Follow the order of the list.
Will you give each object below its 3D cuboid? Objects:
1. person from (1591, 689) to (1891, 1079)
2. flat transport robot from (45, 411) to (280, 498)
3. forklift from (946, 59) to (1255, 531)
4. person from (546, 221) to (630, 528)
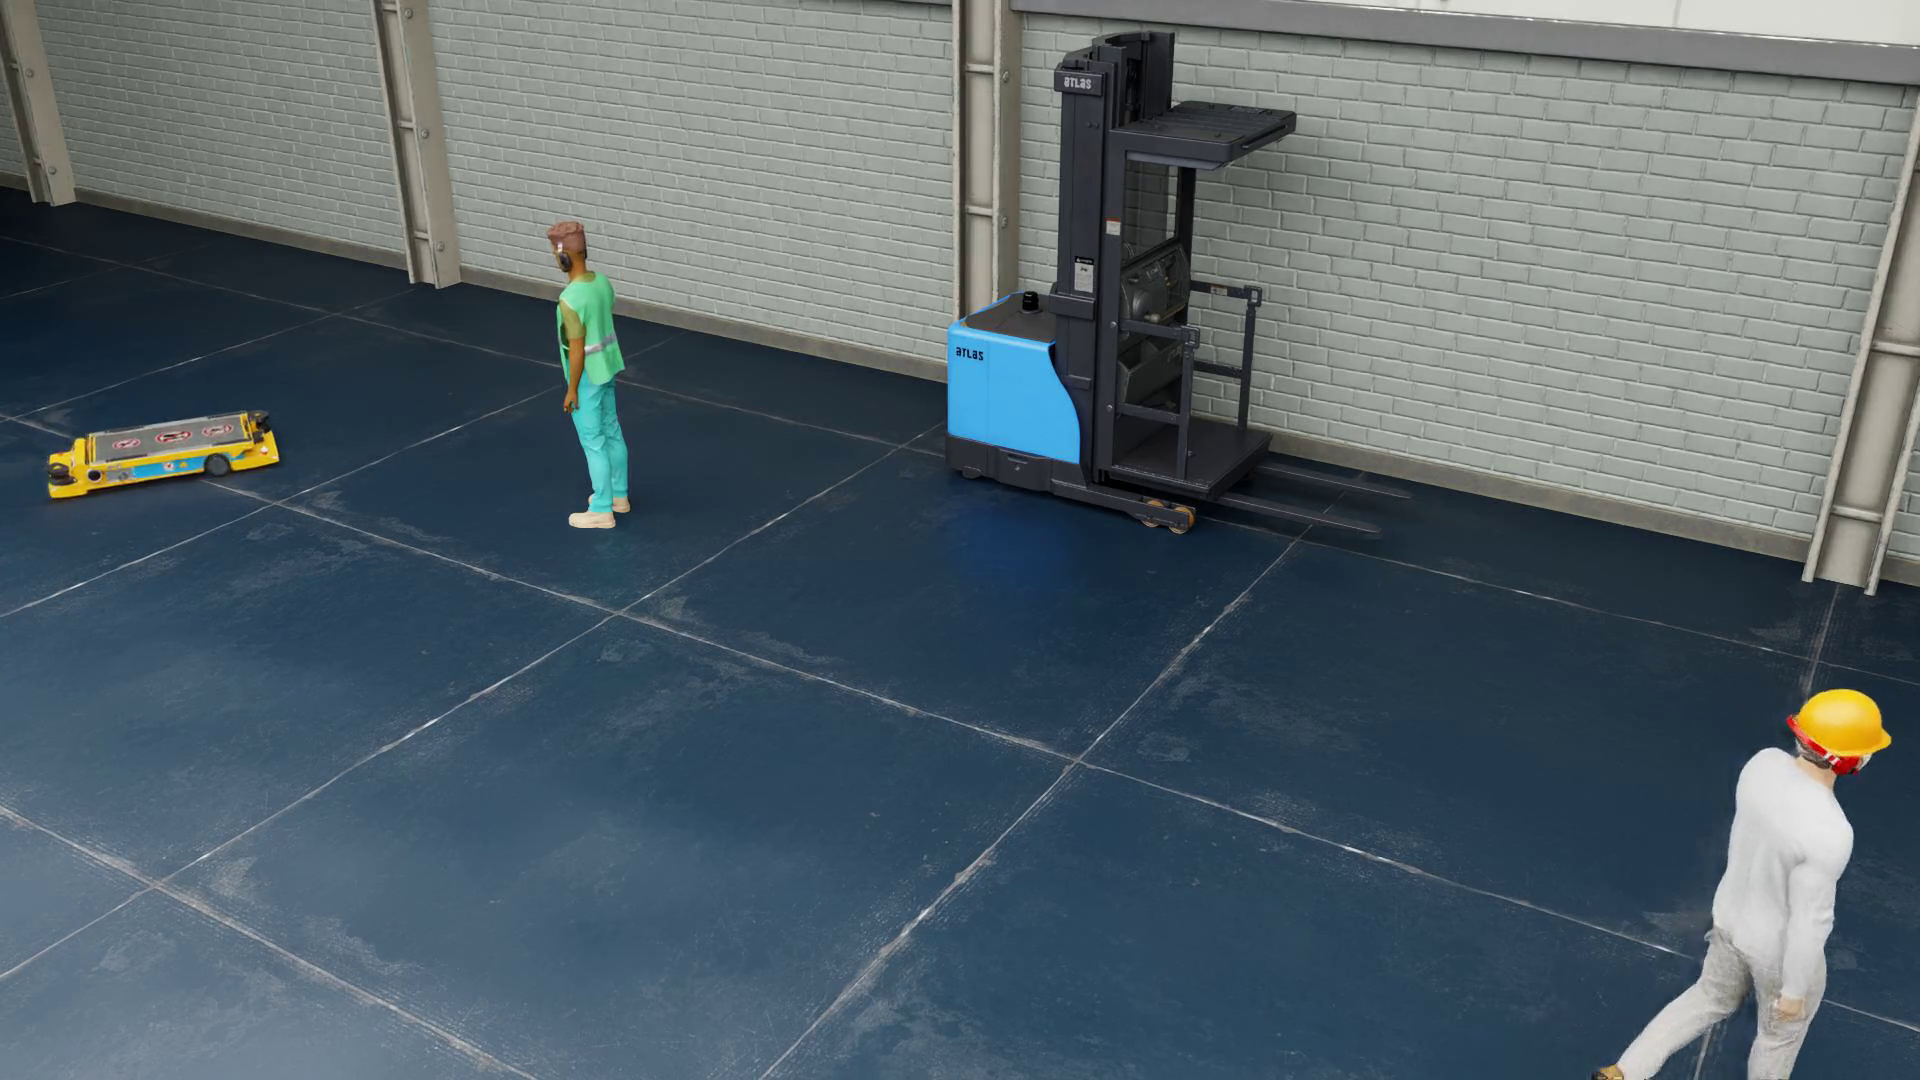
[{"bbox_3d":[2.680,1.309,5.623,0.784,1.874,0.568,-5,26,-11],"label":"person"},{"bbox_3d":[-5.519,-0.601,11.531,1.431,0.231,0.659,-12,28,-23],"label":"flat transport robot"},{"bbox_3d":[0.933,-1.707,10.833,1.873,2.768,1.129,15,29,28],"label":"forklift"},{"bbox_3d":[-2.315,-1.023,10.427,0.404,1.980,0.481,7,26,14],"label":"person"}]
